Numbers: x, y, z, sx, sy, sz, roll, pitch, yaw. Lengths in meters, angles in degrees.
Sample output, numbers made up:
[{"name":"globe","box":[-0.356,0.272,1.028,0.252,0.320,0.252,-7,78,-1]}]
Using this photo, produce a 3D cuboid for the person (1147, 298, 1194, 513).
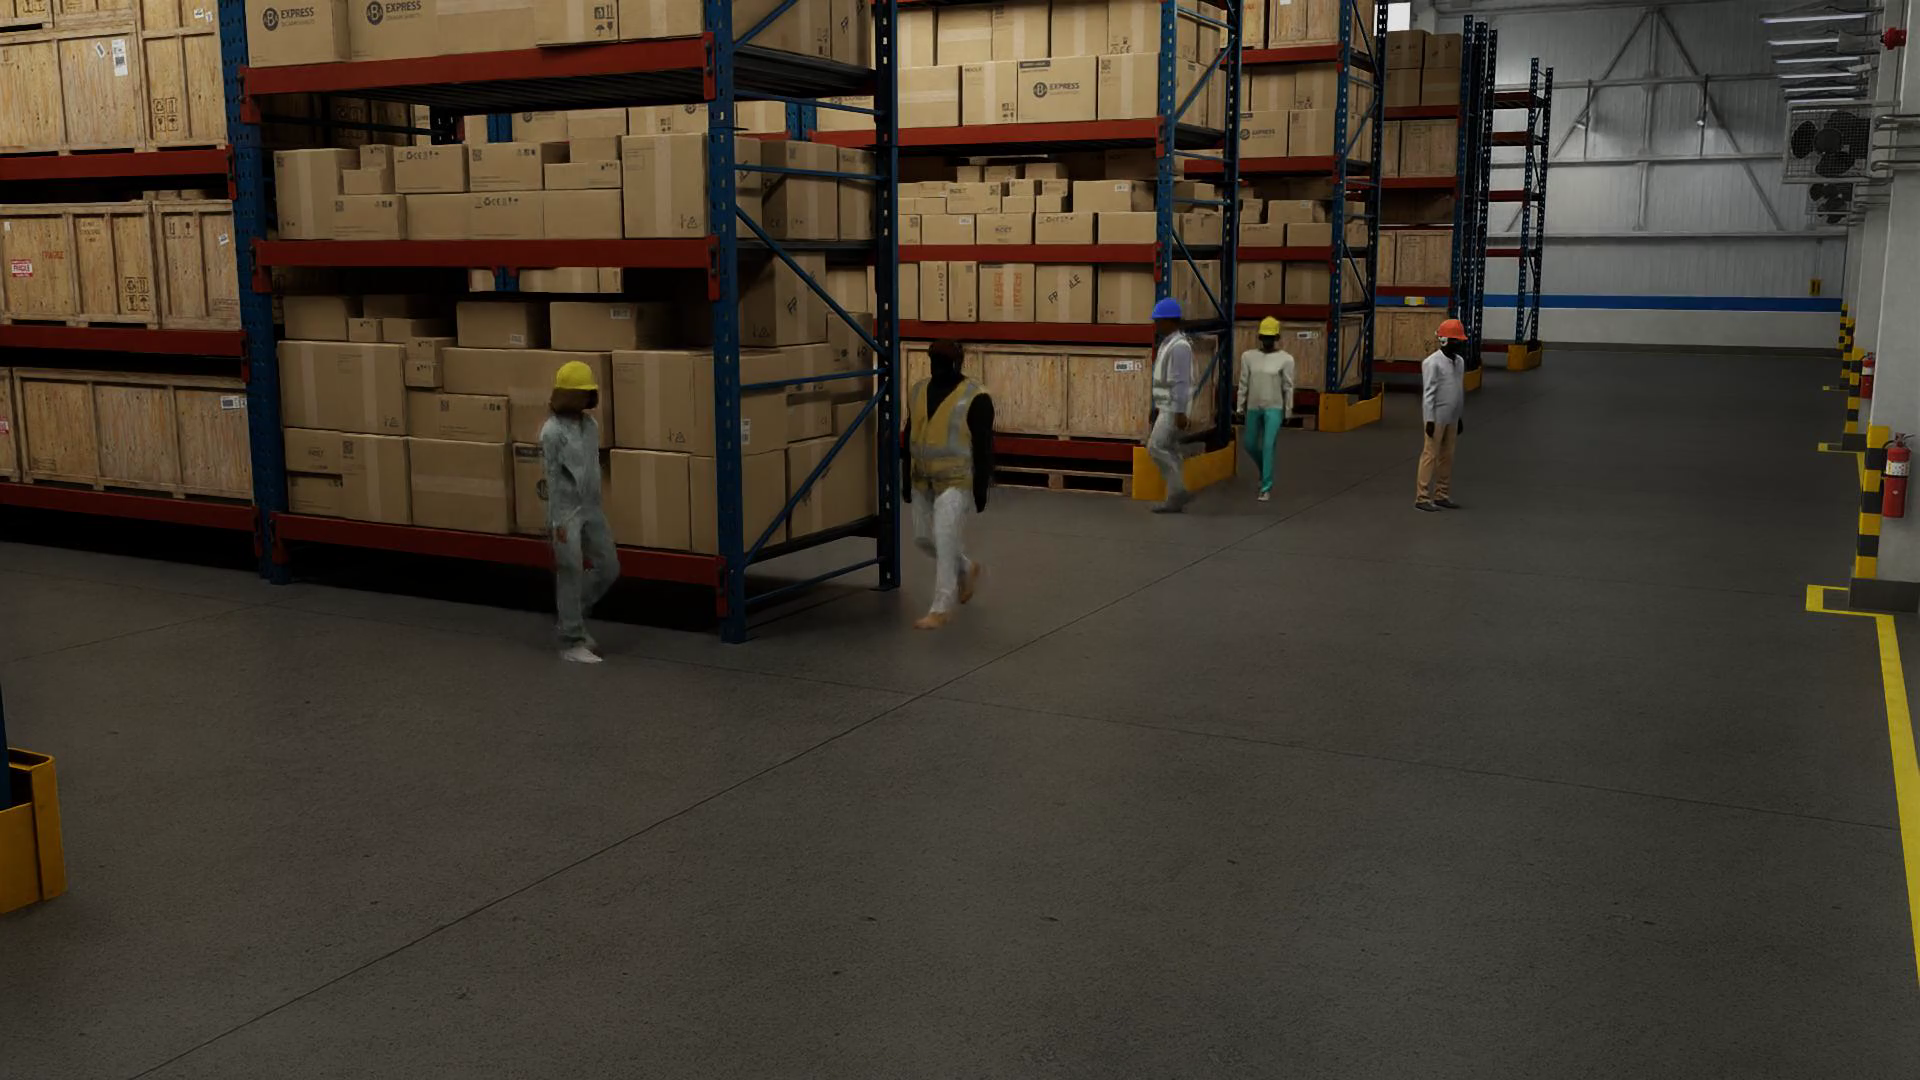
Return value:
[{"name":"person","box":[1.858,-1.185,14.847,0.446,1.929,0.627,-1,10,-3]}]

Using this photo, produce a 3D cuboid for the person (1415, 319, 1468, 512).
[{"name":"person","box":[4.395,-1.124,15.050,0.566,1.742,0.351,-8,13,-39]}]

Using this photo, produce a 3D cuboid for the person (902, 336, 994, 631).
[{"name":"person","box":[-0.067,-0.376,10.478,0.637,1.827,0.695,8,12,38]}]

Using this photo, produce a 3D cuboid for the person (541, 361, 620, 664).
[{"name":"person","box":[-2.157,-0.148,9.445,0.346,1.733,0.489,5,11,26]}]

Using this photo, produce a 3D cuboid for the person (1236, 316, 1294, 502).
[{"name":"person","box":[2.915,-1.259,15.800,0.536,1.747,0.592,5,11,28]}]
